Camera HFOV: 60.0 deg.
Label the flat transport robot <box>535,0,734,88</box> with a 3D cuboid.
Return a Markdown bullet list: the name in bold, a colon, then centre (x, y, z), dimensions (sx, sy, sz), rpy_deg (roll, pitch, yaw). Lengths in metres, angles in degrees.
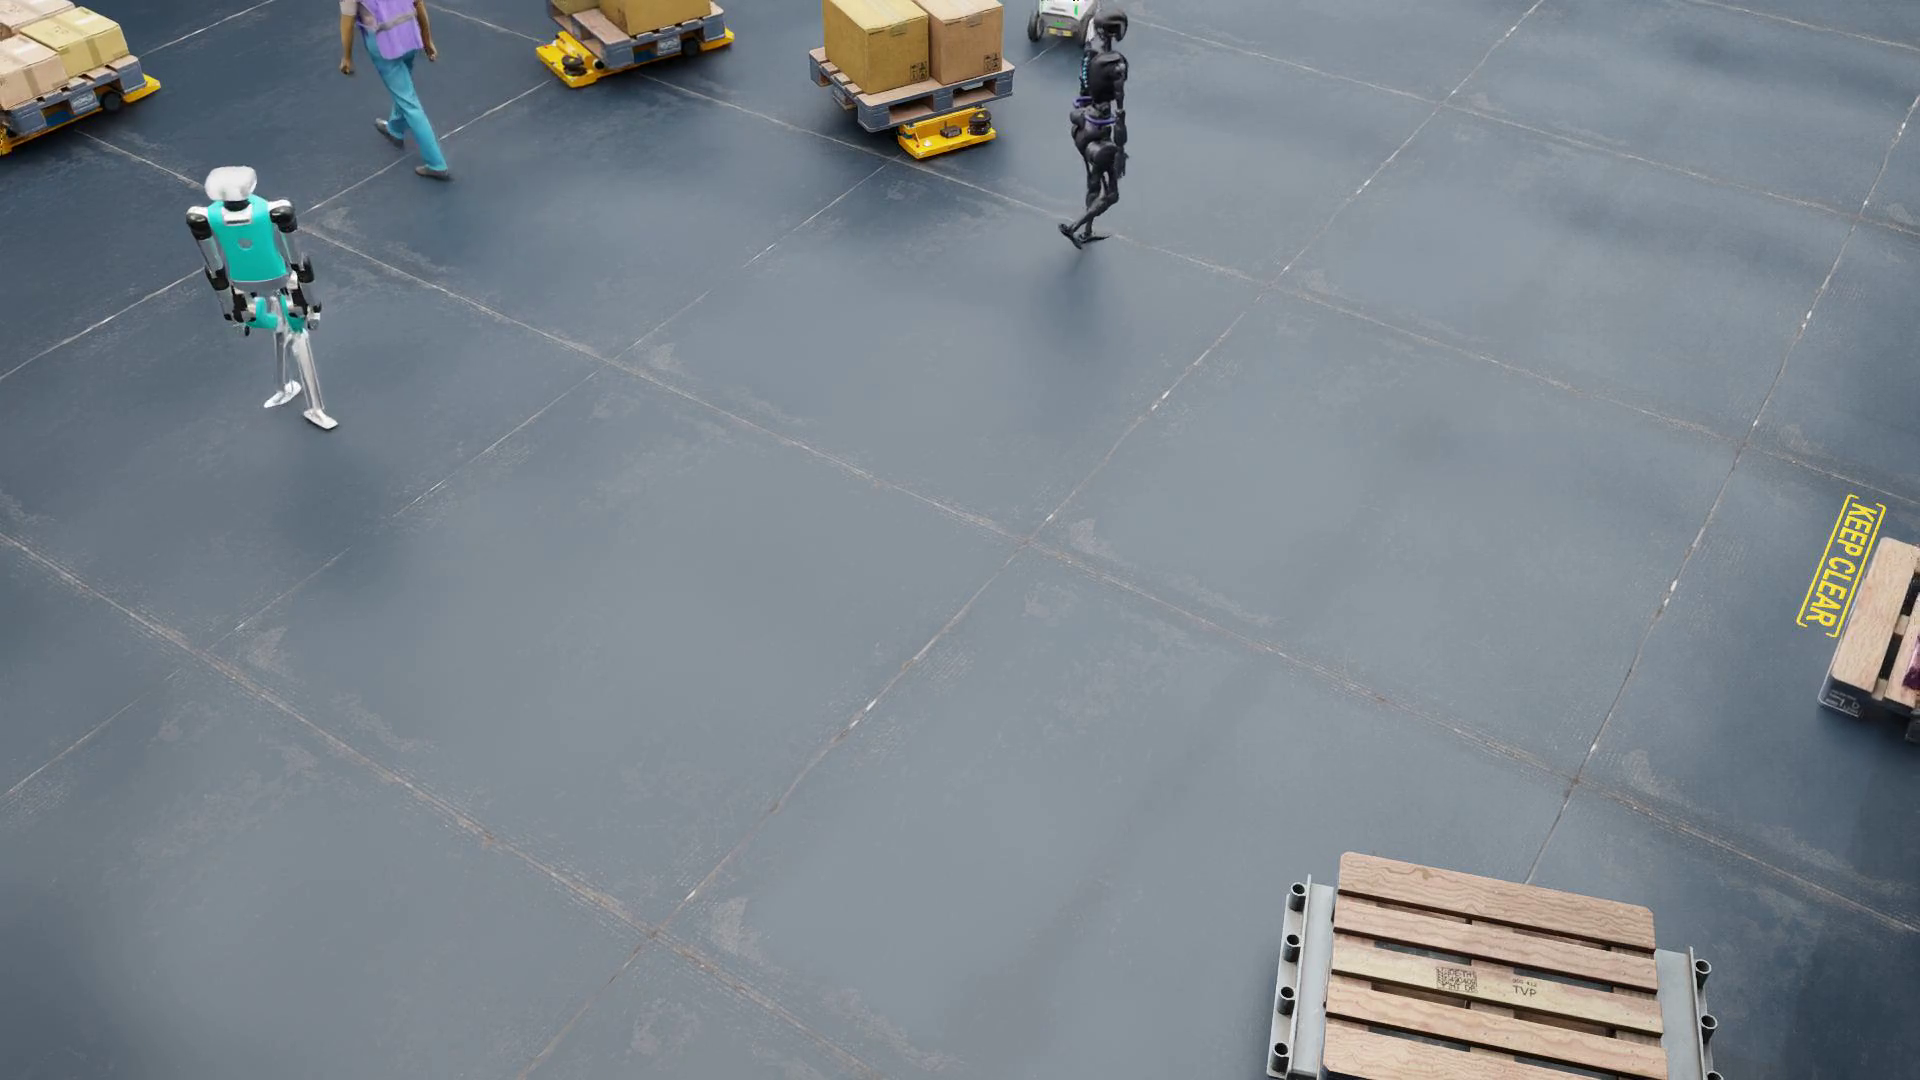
- **flat transport robot**: centre (-2.585, -3.979, 13.232), dimensions (1.431, 0.231, 0.659), rpy_deg (-25, 47, -25)

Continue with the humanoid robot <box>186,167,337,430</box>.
- **humanoid robot**: centre (-3.809, -1.395, 9.246), dimensions (0.585, 1.779, 0.872), rpy_deg (-8, 42, -9)

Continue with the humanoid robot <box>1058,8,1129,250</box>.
- **humanoid robot**: centre (0.826, -2.618, 10.659), dimensions (0.467, 1.642, 0.599), rpy_deg (-15, 44, -16)

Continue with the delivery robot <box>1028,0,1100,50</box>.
- **delivery robot**: centre (0.885, -4.324, 13.407), dimensions (0.499, 0.599, 0.784), rpy_deg (14, 44, 15)

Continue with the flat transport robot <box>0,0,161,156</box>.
- **flat transport robot**: centre (-6.825, -3.281, 12.451), dimensions (0.659, 0.231, 1.431), rpy_deg (27, 48, 27)

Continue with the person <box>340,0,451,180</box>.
- **person**: centre (-3.981, -3.397, 11.432), dimensions (0.968, 1.798, 0.601), rpy_deg (24, 47, 24)

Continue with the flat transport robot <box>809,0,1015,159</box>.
- **flat transport robot**: centre (-0.368, -3.303, 12.476), dimensions (0.659, 0.231, 1.431), rpy_deg (-21, 46, -21)
